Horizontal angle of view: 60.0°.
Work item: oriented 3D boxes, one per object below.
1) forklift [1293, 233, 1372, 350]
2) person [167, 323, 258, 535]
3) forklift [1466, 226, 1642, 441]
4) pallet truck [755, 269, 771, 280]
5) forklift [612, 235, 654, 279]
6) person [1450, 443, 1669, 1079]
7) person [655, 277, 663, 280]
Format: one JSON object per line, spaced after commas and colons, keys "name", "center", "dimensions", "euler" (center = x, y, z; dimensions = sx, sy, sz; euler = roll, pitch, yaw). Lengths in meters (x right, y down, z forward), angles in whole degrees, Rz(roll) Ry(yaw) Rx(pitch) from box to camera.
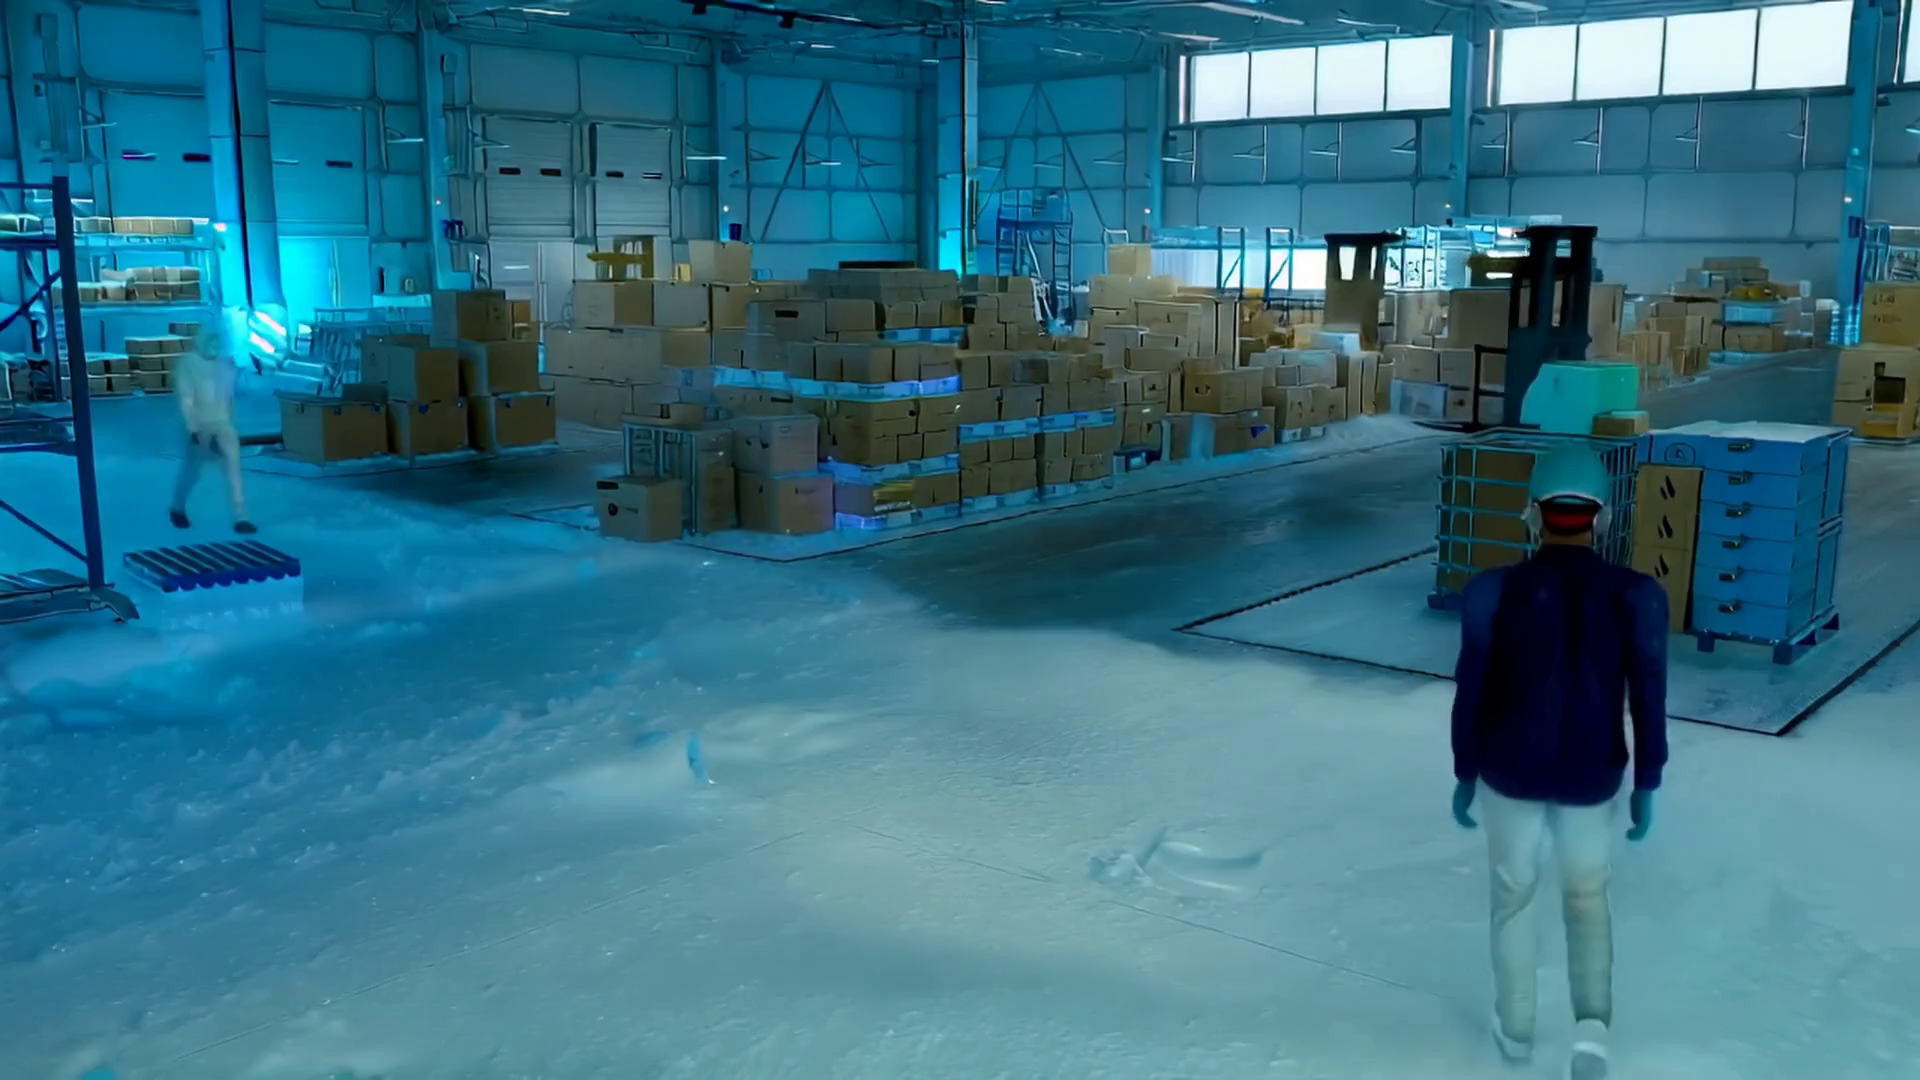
{"name": "forklift", "center": [7.468, -4.541, 32.247], "dimensions": [1.873, 2.768, 1.129], "euler": [-7, 12, -34]}
{"name": "person", "center": [-6.777, -1.000, 14.928], "dimensions": [1.016, 1.901, 0.627], "euler": [7, 12, 33]}
{"name": "forklift", "center": [7.683, -2.624, 21.333], "dimensions": [1.129, 2.768, 1.873], "euler": [-7, 12, -34]}
{"name": "pallet truck", "center": [-4.996, -6.432, 45.525], "dimensions": [1.885, 1.965, 0.823], "euler": [-6, 12, -32]}
{"name": "forklift", "center": [-7.298, -5.450, 37.421], "dimensions": [1.873, 2.768, 1.129], "euler": [8, 13, 40]}
{"name": "person", "center": [1.787, 0.701, 4.986], "dimensions": [0.619, 1.976, 0.602], "euler": [2, 10, 10]}
{"name": "person", "center": [-6.496, -4.724, 36.018], "dimensions": [0.634, 1.929, 0.387], "euler": [-4, 11, -24]}
